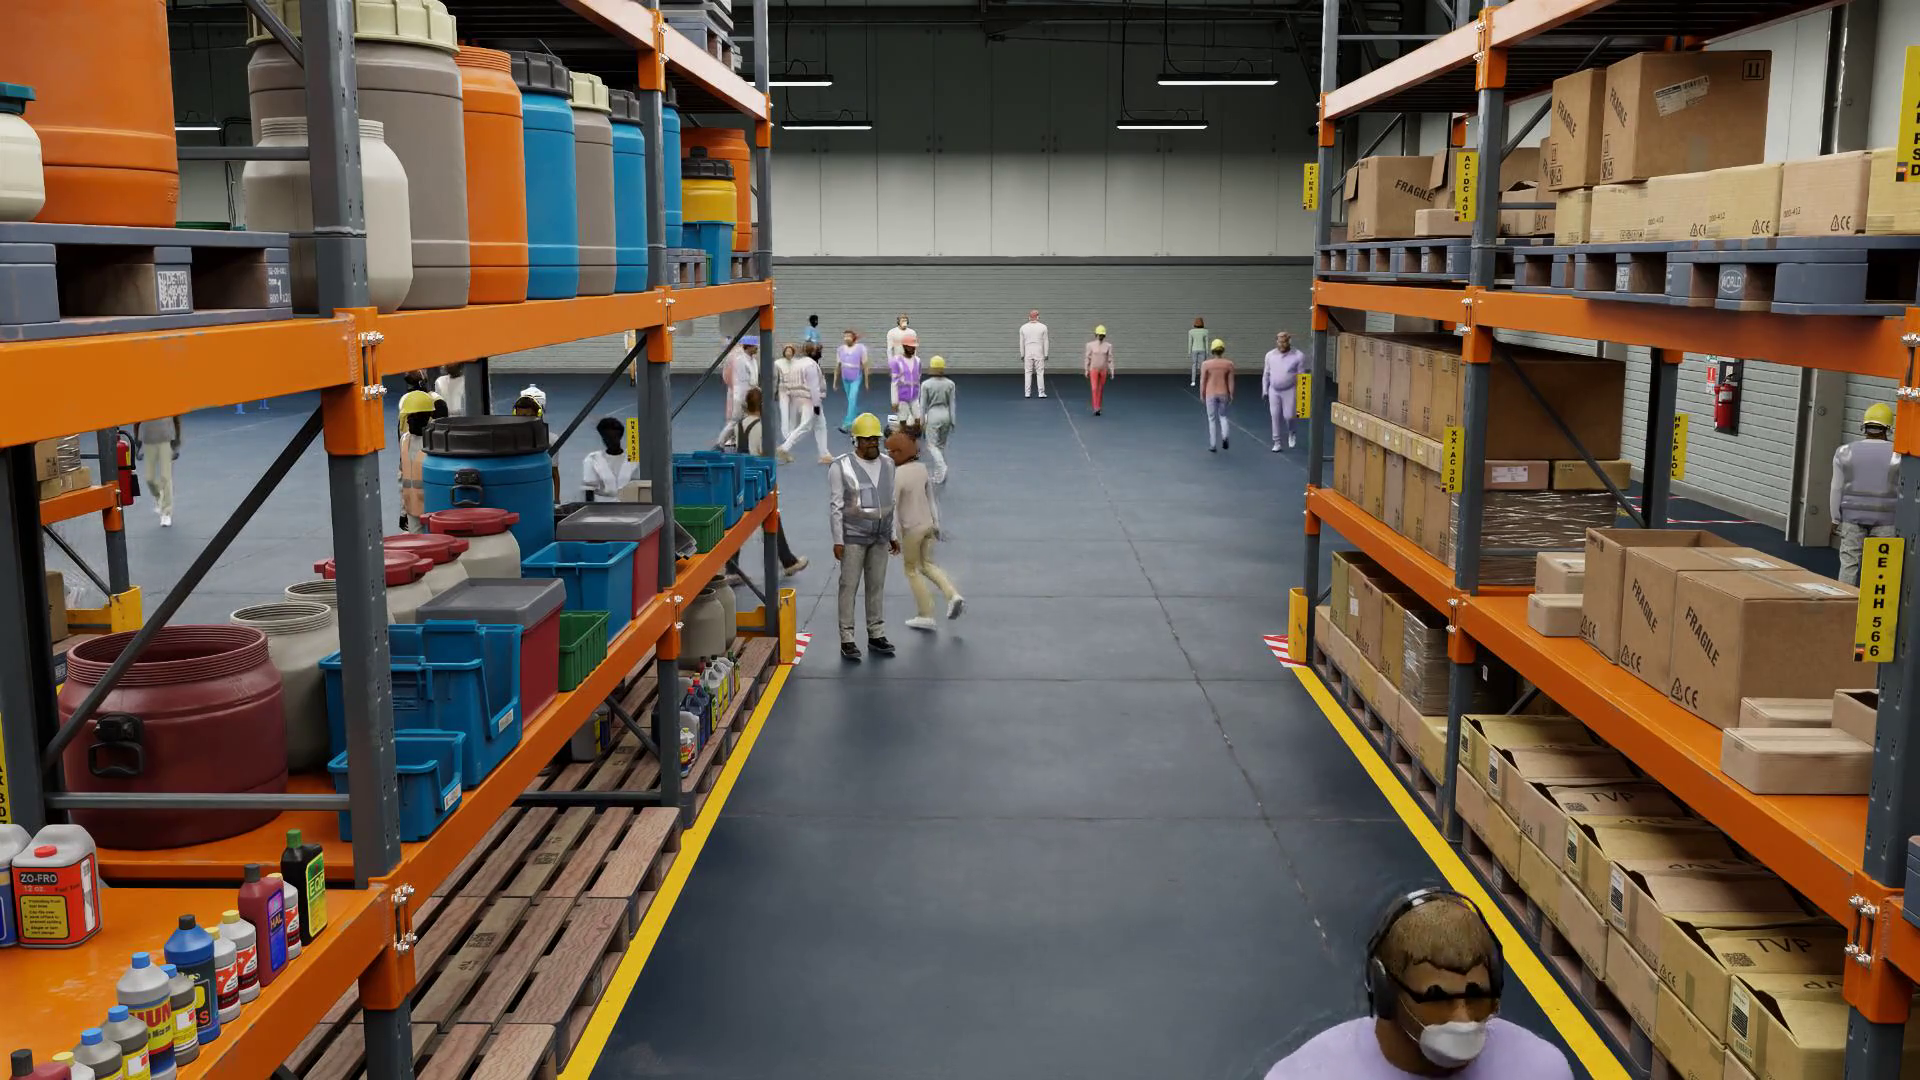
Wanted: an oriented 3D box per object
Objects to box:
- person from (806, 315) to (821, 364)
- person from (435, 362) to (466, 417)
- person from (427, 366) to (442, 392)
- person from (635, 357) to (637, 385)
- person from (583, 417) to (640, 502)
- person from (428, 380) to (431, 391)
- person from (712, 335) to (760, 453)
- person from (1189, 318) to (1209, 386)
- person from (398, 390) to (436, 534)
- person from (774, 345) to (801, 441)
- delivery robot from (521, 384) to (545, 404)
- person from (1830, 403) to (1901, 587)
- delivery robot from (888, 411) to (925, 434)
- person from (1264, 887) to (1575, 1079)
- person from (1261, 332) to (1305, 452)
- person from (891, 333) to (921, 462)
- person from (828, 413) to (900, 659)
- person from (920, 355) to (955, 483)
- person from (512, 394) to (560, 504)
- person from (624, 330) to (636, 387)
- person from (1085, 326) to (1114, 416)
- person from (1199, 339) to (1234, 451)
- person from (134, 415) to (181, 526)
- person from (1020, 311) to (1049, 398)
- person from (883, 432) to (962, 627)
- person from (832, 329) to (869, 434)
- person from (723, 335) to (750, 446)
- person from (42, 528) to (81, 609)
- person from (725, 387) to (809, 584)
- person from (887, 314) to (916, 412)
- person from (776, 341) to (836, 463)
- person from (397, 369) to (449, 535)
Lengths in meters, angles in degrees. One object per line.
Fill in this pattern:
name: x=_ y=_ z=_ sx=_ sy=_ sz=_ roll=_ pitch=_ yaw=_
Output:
person: x=-3.669 y=-4.734 z=41.102 sx=0.728 sy=1.671 sz=0.537 roll=4 pitch=10 yaw=25
person: x=-5.879 y=-1.313 z=19.657 sx=0.614 sy=2.006 sz=0.995 roll=3 pitch=10 yaw=19
person: x=-10.932 y=-3.775 z=34.394 sx=0.390 sy=1.995 sz=0.613 roll=2 pitch=10 yaw=10
person: x=-4.735 y=-2.276 z=25.588 sx=0.547 sy=1.937 sz=0.379 roll=7 pitch=12 yaw=34
person: x=-2.853 y=-0.195 z=13.924 sx=0.579 sy=1.672 sz=0.377 roll=-2 pitch=10 yaw=-13
person: x=-11.124 y=-3.828 z=35.128 sx=1.019 sy=1.872 sz=0.594 roll=8 pitch=12 yaw=38
person: x=-3.270 y=-2.133 z=24.859 sx=0.966 sy=1.907 sz=0.623 roll=4 pitch=10 yaw=23
person: x=5.731 y=-4.516 z=39.911 sx=0.497 sy=1.633 sz=0.285 roll=1 pitch=10 yaw=8
person: x=-4.324 y=-0.247 z=13.466 sx=0.584 sy=1.927 sz=0.367 roll=5 pitch=11 yaw=26
person: x=-2.782 y=-2.394 z=27.300 sx=0.540 sy=1.601 sz=0.767 roll=-2 pitch=10 yaw=-14
delivery robot: x=-8.475 y=-2.849 z=32.999 sx=0.477 sy=0.478 sz=0.707 roll=-5 pitch=11 yaw=-28
person: x=7.317 y=-0.184 z=13.370 sx=0.591 sy=1.833 sz=0.403 roll=6 pitch=11 yaw=34
delivery robot: x=-0.857 y=-2.005 z=27.943 sx=0.707 sy=0.478 sz=0.477 roll=-7 pitch=12 yaw=-38
person: x=0.782 y=1.501 z=3.114 sx=0.642 sy=1.903 sz=0.982 roll=-2 pitch=10 yaw=-10
person: x=5.066 y=-2.326 z=26.073 sx=0.645 sy=1.880 sz=0.460 roll=4 pitch=10 yaw=24
person: x=-0.770 y=-2.081 z=24.475 sx=0.564 sy=1.917 sz=0.435 roll=-6 pitch=11 yaw=-32
person: x=-0.703 y=-0.040 z=12.504 sx=0.586 sy=1.835 sz=0.403 roll=-7 pitch=12 yaw=-35
person: x=-0.269 y=-1.592 z=22.139 sx=0.497 sy=1.718 sz=0.691 roll=-4 pitch=10 yaw=-22
person: x=-3.576 y=-0.277 z=13.836 sx=0.507 sy=1.865 sz=0.329 roll=0 pitch=9 yaw=-3
person: x=-7.745 y=-4.635 z=39.754 sx=0.543 sy=1.927 sz=0.384 roll=-2 pitch=10 yaw=-10
person: x=2.702 y=-3.243 z=31.987 sx=0.540 sy=1.716 sz=0.926 roll=-1 pitch=10 yaw=-6
person: x=4.019 y=-2.265 z=26.067 sx=0.524 sy=1.755 sz=0.377 roll=-1 pitch=10 yaw=-4
person: x=-9.099 y=-1.107 z=18.885 sx=0.507 sy=1.849 sz=0.589 roll=-2 pitch=10 yaw=-14
person: x=1.633 y=-4.059 z=36.382 sx=0.639 sy=1.902 sz=0.406 roll=2 pitch=10 yaw=14
person: x=-0.325 y=-0.064 z=13.327 sx=0.557 sy=1.601 sz=0.528 roll=5 pitch=11 yaw=29
person: x=-1.927 y=-2.711 z=28.579 sx=0.598 sy=1.799 sz=0.926 roll=6 pitch=11 yaw=30
person: x=-3.543 y=-2.474 z=26.958 sx=0.708 sy=1.880 sz=0.685 roll=-1 pitch=9 yaw=-4
person: x=-7.434 y=-0.065 z=13.323 sx=0.506 sy=1.612 sz=0.604 roll=9 pitch=13 yaw=42
person: x=-1.848 y=-0.513 z=15.446 sx=0.529 sy=1.792 sz=0.951 roll=8 pitch=13 yaw=41
person: x=-1.145 y=-3.522 z=33.045 sx=0.627 sy=1.941 sz=0.371 roll=-5 pitch=11 yaw=-26
person: x=-2.258 y=-2.019 z=24.442 sx=0.877 sy=1.810 sz=0.633 roll=-1 pitch=10 yaw=-8
person: x=-5.725 y=-0.907 z=17.676 sx=0.631 sy=1.842 sz=0.428 roll=5 pitch=11 yaw=26
